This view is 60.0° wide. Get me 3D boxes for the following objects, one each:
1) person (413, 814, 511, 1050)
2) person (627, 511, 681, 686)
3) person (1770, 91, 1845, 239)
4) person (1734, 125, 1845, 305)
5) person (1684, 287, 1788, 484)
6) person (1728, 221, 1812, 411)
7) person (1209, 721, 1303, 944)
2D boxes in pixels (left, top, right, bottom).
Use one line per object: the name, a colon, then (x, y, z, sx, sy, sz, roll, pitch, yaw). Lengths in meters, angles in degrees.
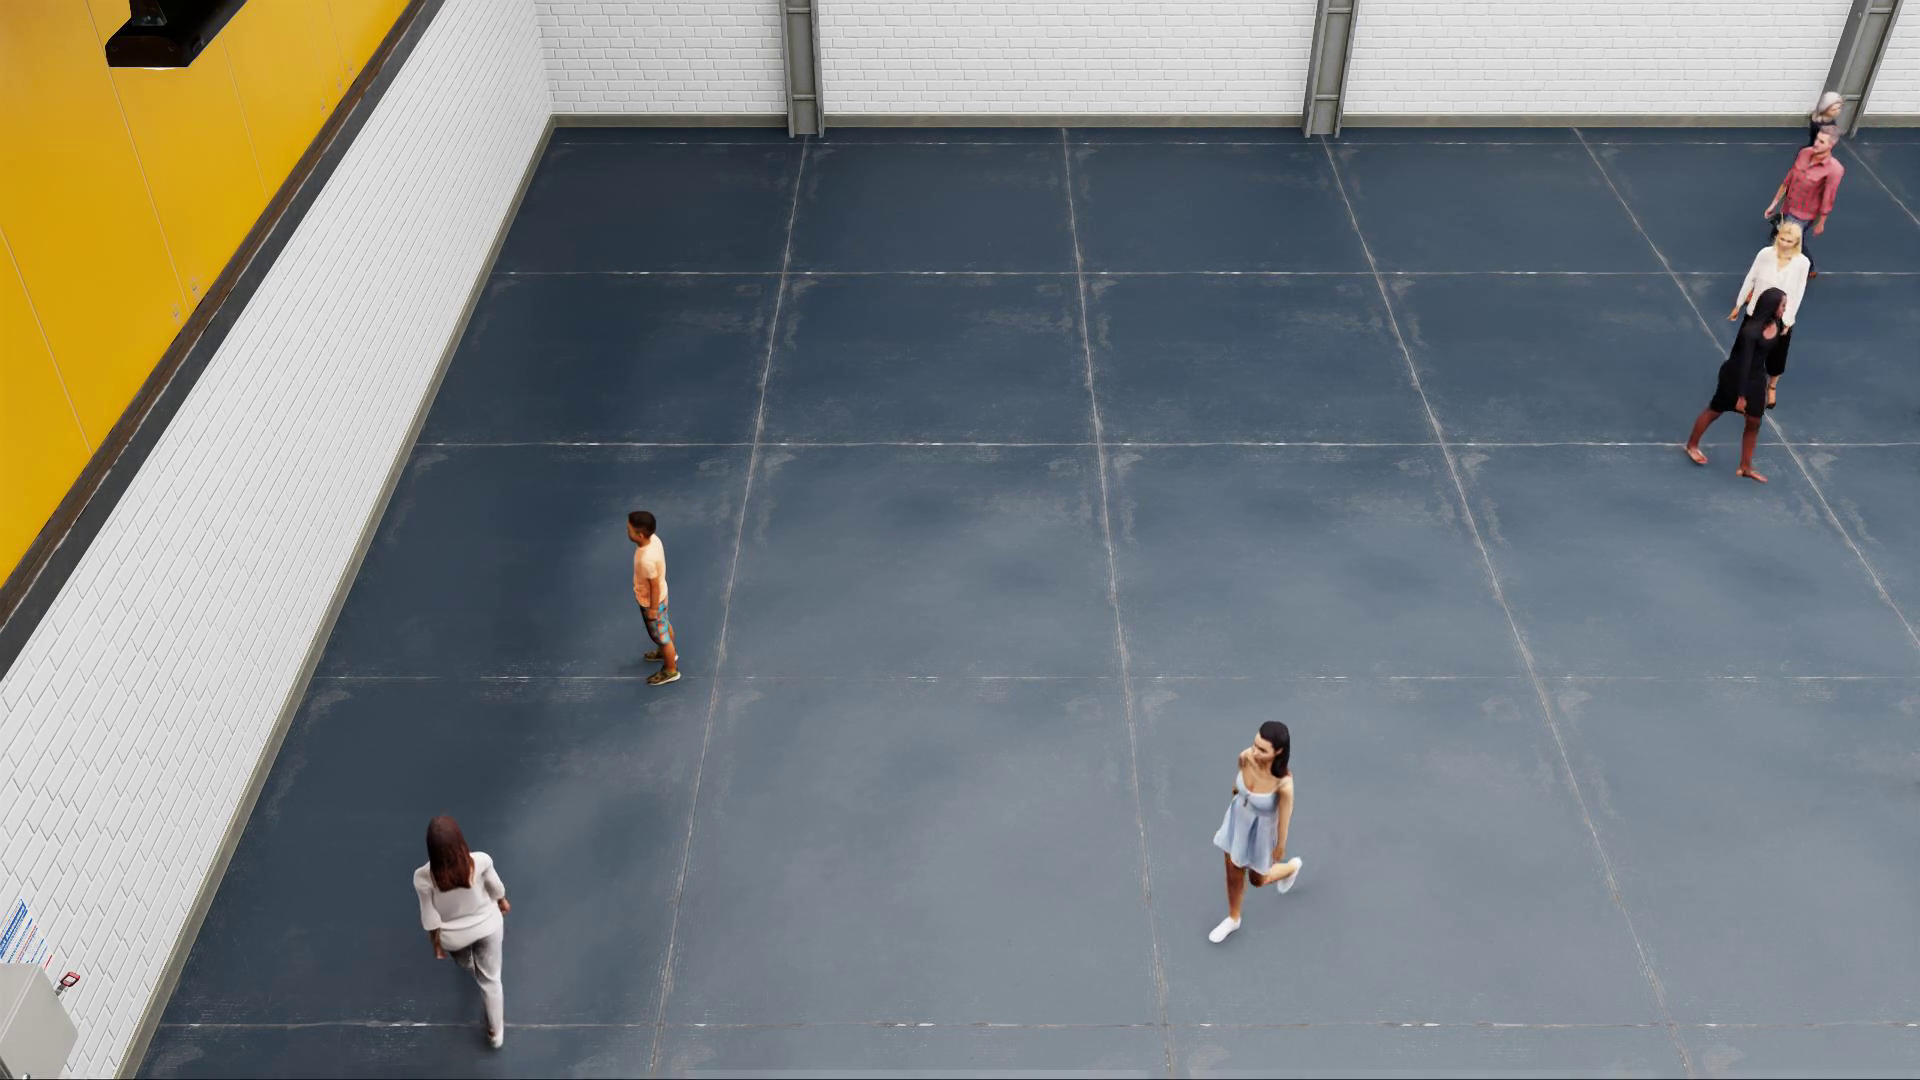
person: (-2.745, 2.237, 9.342, 1.020, 1.652, 0.898, -13, 40, -16)
person: (-2.175, 0.388, 11.810, 0.522, 1.461, 0.562, -6, 39, -8)
person: (8.561, -3.726, 16.764, 0.845, 1.708, 0.816, 11, 40, 13)
person: (8.126, -3.135, 15.960, 1.286, 1.786, 0.866, -8, 39, -10)
person: (6.398, -1.345, 13.796, 1.054, 1.691, 1.034, -18, 42, -21)
person: (6.975, -1.924, 14.393, 0.839, 1.850, 0.930, 25, 45, 28)
person: (1.822, 1.705, 9.957, 1.015, 1.716, 0.908, -26, 46, -29)
